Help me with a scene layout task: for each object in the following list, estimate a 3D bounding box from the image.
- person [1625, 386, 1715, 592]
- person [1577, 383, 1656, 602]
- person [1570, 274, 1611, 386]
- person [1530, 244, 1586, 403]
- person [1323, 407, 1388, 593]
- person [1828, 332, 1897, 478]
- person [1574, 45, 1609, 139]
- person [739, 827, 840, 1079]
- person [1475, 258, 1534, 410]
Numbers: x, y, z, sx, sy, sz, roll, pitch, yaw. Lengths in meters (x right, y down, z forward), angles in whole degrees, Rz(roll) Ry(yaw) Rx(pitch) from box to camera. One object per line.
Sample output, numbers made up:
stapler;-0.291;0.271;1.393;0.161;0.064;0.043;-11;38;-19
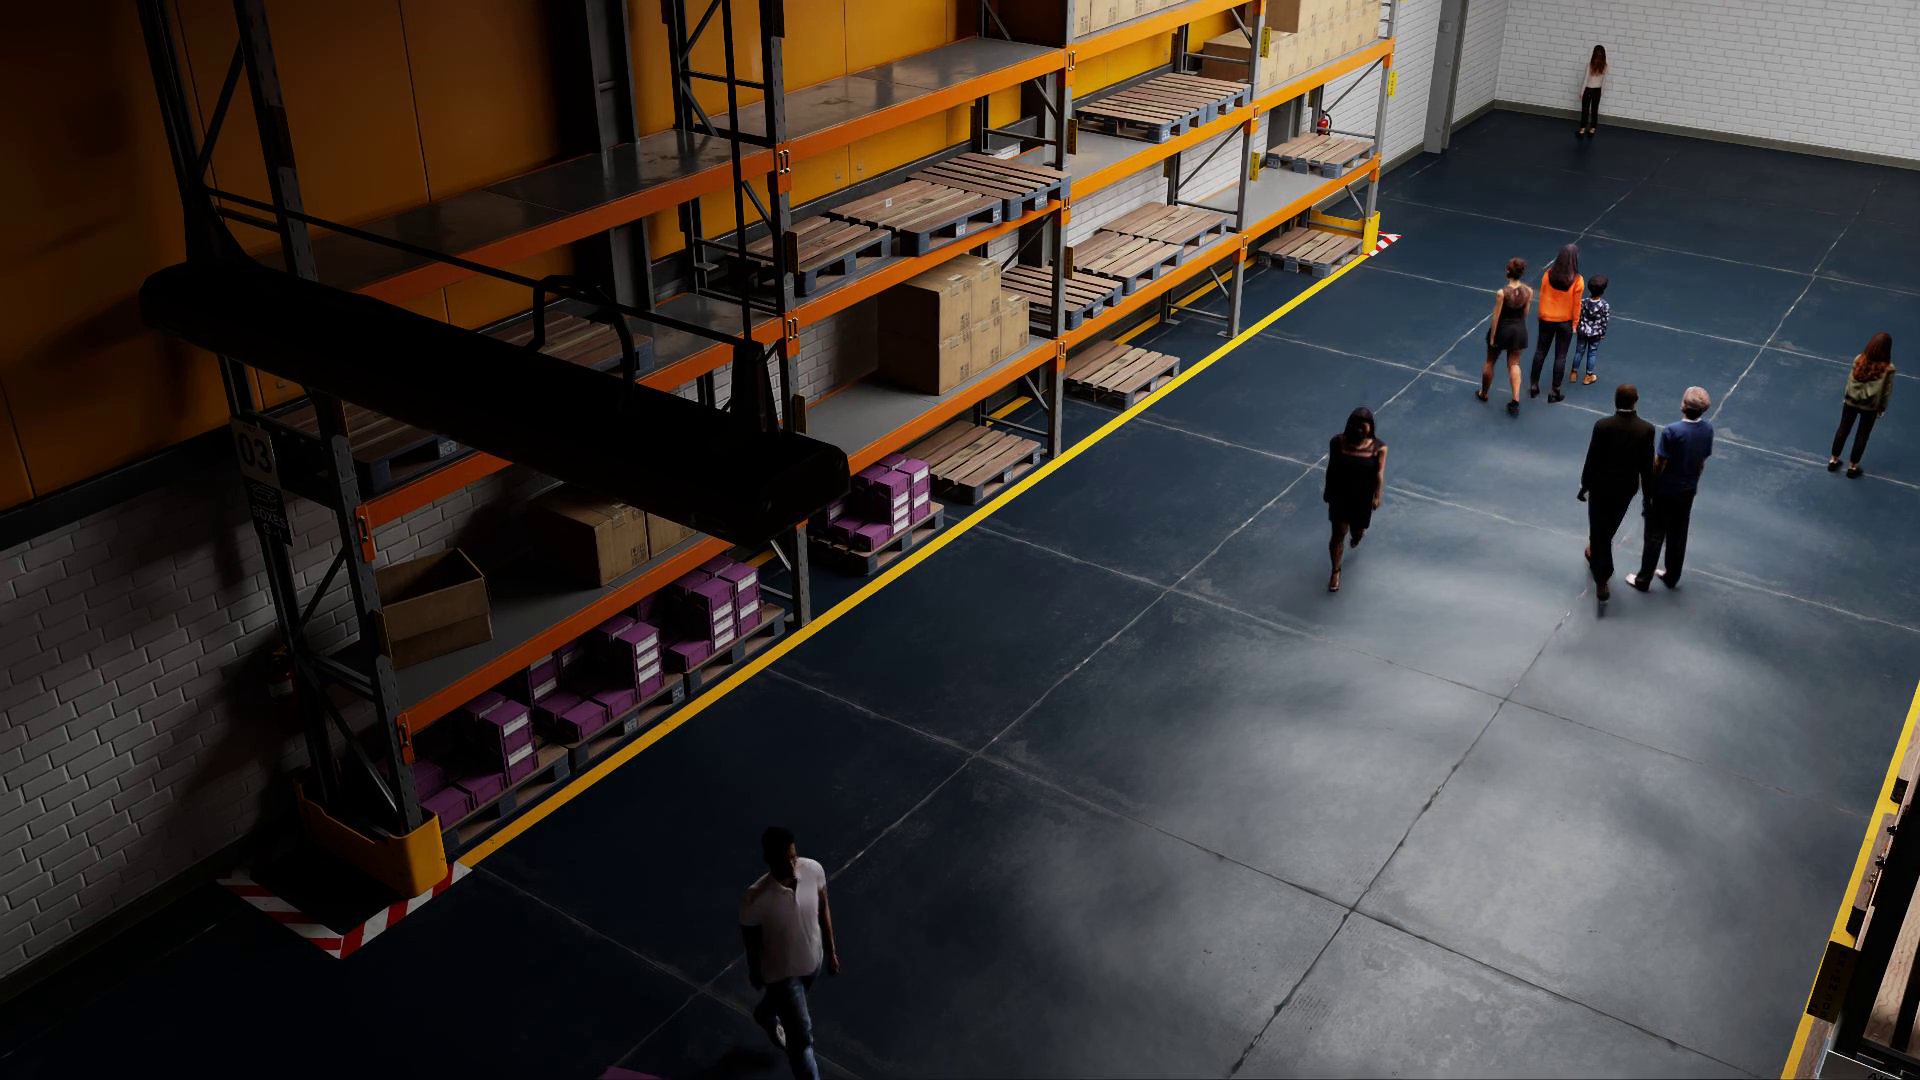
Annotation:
person;6.131;-0.435;14.242;0.705;1.870;0.783;-7;29;-12
person;5.549;-0.361;14.123;1.152;1.855;1.399;4;29;8
person;6.962;-2.334;18.369;0.495;1.251;0.500;17;33;28
person;6.409;-2.340;17.861;0.654;1.749;0.599;25;37;38
person;3.384;-0.395;14.351;0.802;1.696;1.002;9;30;17
person;8.855;-1.341;16.314;0.569;1.475;0.613;-23;36;-36
person;10.430;-7.389;27.395;0.602;1.482;0.647;-3;29;-5
person;-0.983;2.302;9.279;1.205;1.818;0.904;-24;37;-37
person;5.854;-2.162;17.624;0.875;1.663;0.963;-4;29;-7
